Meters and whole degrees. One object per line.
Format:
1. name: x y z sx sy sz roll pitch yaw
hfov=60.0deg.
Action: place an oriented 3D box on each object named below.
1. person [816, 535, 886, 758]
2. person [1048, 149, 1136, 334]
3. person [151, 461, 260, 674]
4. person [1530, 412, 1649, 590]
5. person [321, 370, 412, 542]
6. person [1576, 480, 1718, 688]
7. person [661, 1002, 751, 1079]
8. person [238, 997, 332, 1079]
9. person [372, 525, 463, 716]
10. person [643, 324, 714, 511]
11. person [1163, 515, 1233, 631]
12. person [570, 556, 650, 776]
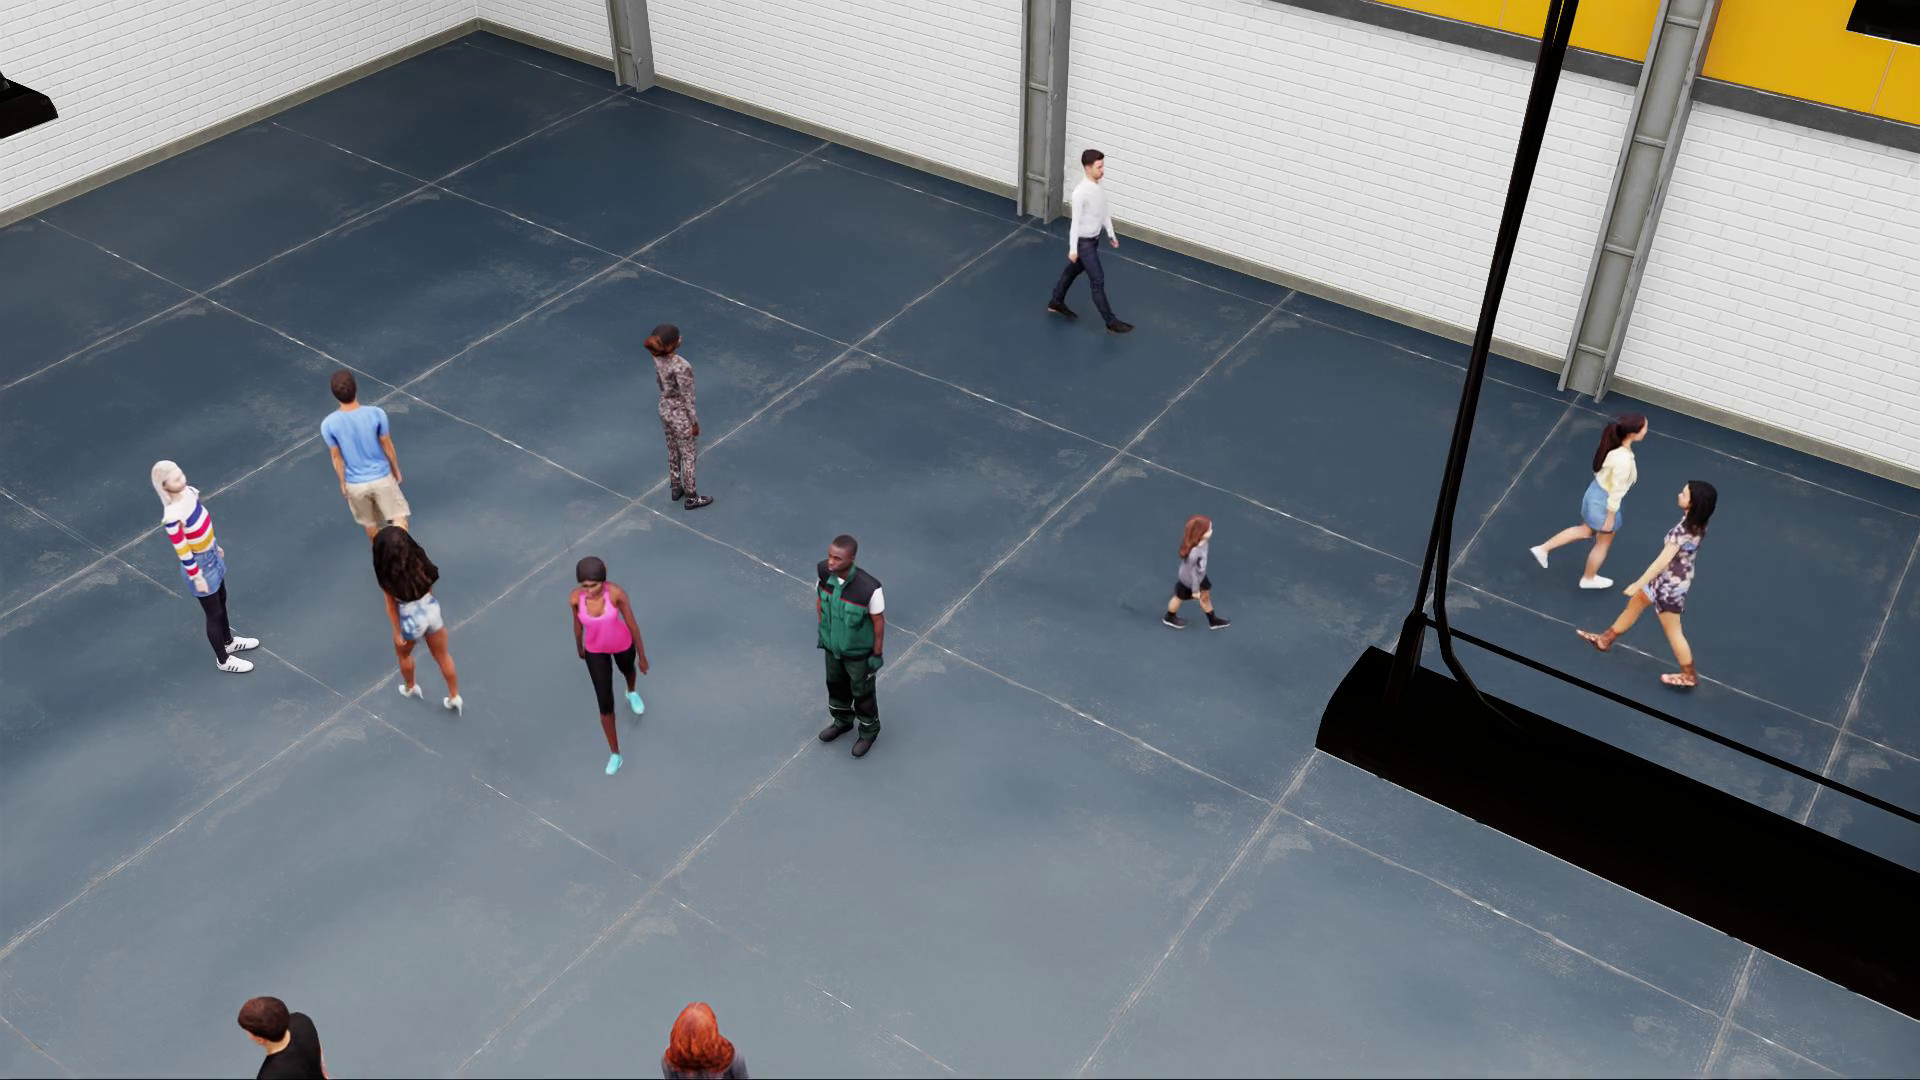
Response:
1. person: -0.749 0.698 11.313 0.524 1.839 0.743 22 44 25
2. person: 1.124 -2.868 15.786 1.209 1.830 0.694 20 43 23
3. person: -5.473 0.176 11.992 0.758 1.808 0.715 -4 39 -5
4. person: 4.838 -0.282 12.719 1.029 1.616 0.908 2 39 3
5. person: -4.505 -0.430 12.722 0.938 1.845 1.083 -15 41 -18
6. person: 5.142 0.362 11.858 1.142 1.684 0.637 22 43 25
7. person: -1.268 2.947 8.545 0.629 1.780 0.713 -2 39 -2
8. person: -3.287 2.948 8.480 0.833 1.859 0.803 0 39 0
9. person: -3.731 0.613 11.609 0.769 1.604 0.575 25 45 27
10. person: -2.304 -1.016 13.561 0.698 1.713 0.586 -27 46 -30
11. person: 1.696 0.241 12.490 0.779 1.085 0.582 15 41 17
12. person: -2.397 0.701 11.446 1.142 1.669 1.176 -6 39 -8
